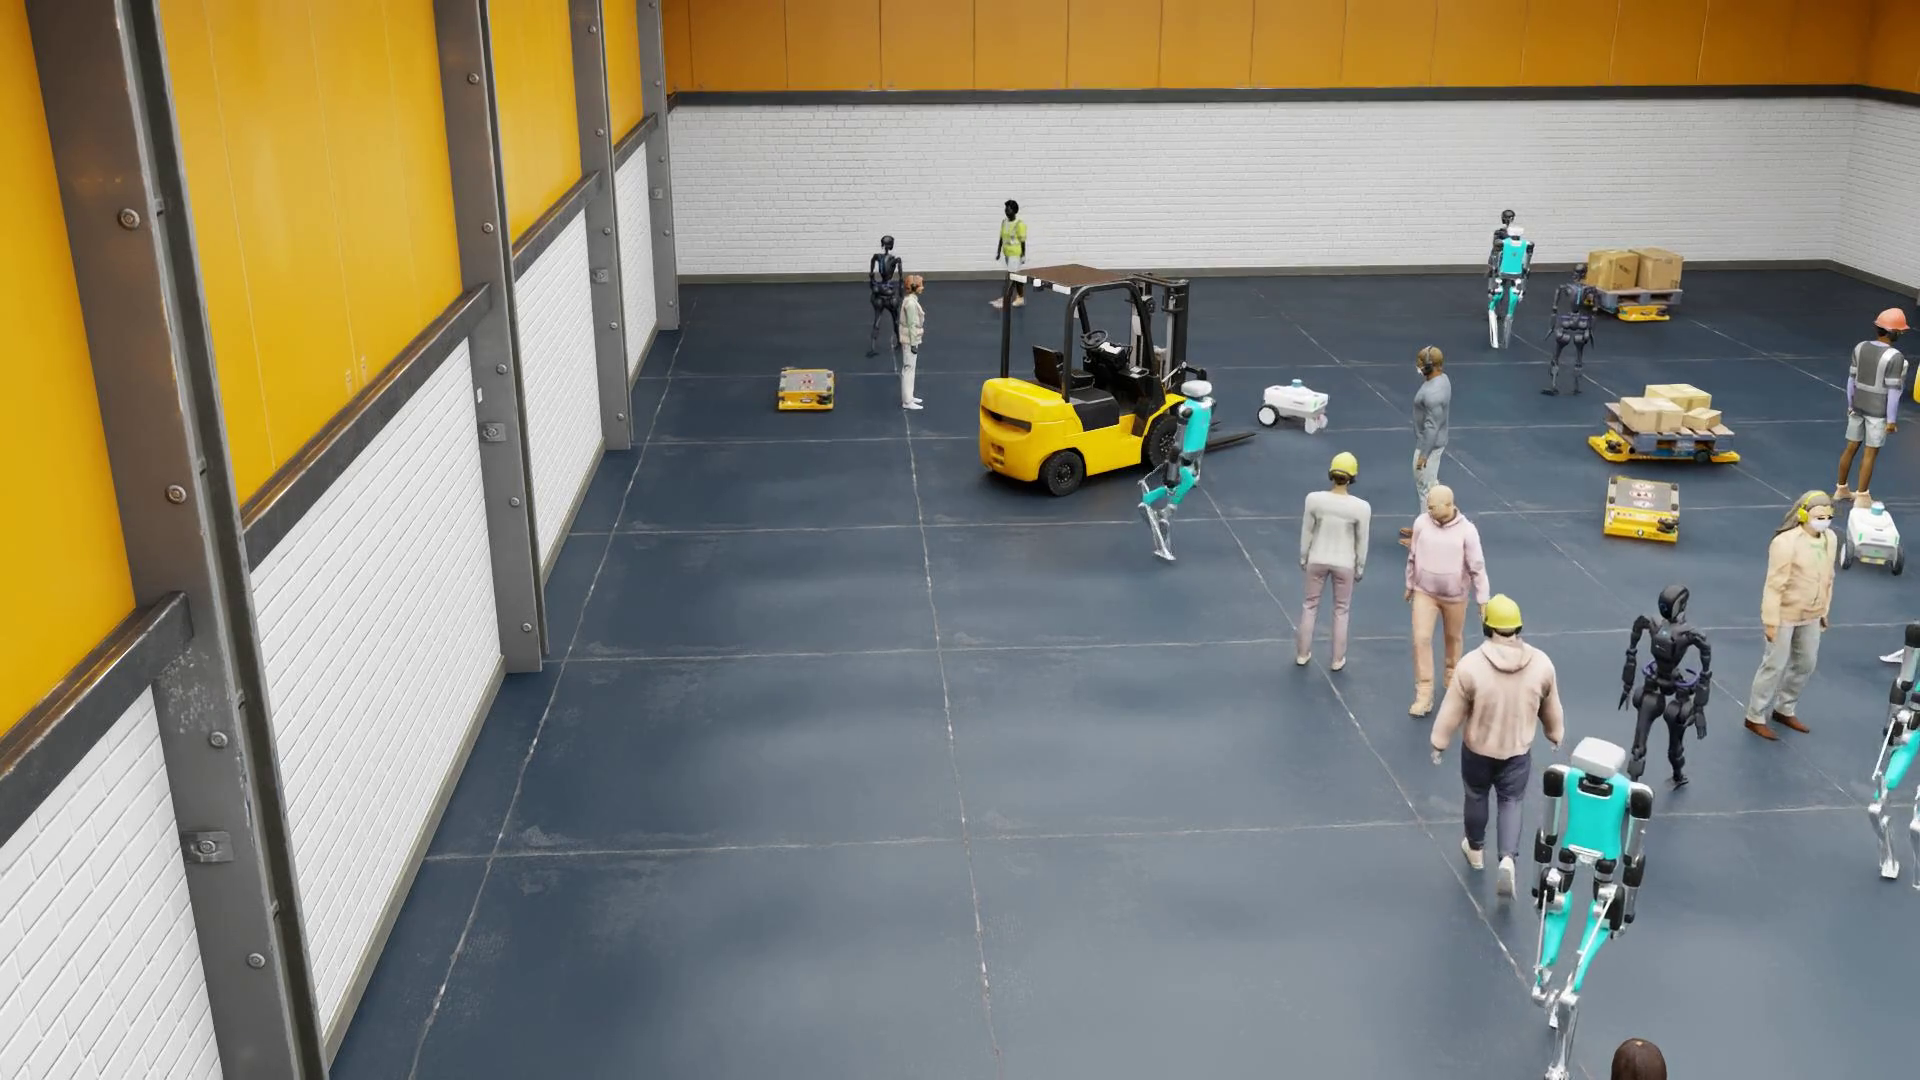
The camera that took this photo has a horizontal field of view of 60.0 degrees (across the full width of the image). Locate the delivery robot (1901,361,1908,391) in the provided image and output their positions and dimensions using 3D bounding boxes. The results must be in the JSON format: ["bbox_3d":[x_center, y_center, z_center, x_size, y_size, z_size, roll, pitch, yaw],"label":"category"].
[{"bbox_3d":[11.527,-2.054,20.814,0.777,0.598,0.499,-16,25,-36],"label":"delivery robot"}]

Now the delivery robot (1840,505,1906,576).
[{"bbox_3d":[8.379,-0.024,15.275,0.499,0.592,0.783,7,21,19],"label":"delivery robot"}]

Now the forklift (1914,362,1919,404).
[{"bbox_3d":[12.602,-2.435,19.475,2.313,2.155,1.214,-1,20,-4],"label":"forklift"}]

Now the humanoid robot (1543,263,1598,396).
[{"bbox_3d":[7.628,-2.622,20.722,0.591,1.638,0.387,3,20,7],"label":"humanoid robot"}]

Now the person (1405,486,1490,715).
[{"bbox_3d":[3.579,0.444,12.284,0.640,1.725,0.837,10,22,24],"label":"person"}]

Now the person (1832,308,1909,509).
[{"bbox_3d":[9.129,-1.307,16.618,0.371,2.043,0.611,-6,21,-15],"label":"person"}]

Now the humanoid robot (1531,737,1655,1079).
[{"bbox_3d":[3.064,1.895,8.333,0.530,1.751,0.968,13,24,31],"label":"humanoid robot"}]

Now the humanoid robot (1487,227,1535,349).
[{"bbox_3d":[7.515,-3.414,22.957,0.542,1.897,0.730,2,20,6],"label":"humanoid robot"}]

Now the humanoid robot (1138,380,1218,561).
[{"bbox_3d":[1.914,-0.578,15.208,0.735,1.870,0.551,16,25,37],"label":"humanoid robot"}]

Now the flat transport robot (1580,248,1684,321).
[{"bbox_3d":[10.135,-3.570,25.353,0.659,0.231,1.431,-3,20,-9],"label":"flat transport robot"}]

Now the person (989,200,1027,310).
[{"bbox_3d":[0.707,-4.361,25.472,0.818,1.658,0.550,-13,24,-32],"label":"person"}]

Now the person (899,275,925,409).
[{"bbox_3d":[-0.586,-2.407,20.211,0.316,1.633,0.517,-2,20,-4],"label":"person"}]

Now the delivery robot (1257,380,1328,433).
[{"bbox_3d":[3.917,-1.587,19.538,0.779,0.597,0.499,15,25,35],"label":"delivery robot"}]

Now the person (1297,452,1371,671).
[{"bbox_3d":[2.919,0.168,13.020,0.522,1.753,0.374,8,22,21],"label":"person"}]

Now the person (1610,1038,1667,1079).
[{"bbox_3d":[2.462,2.655,6.213,0.466,1.772,0.382,-3,20,-7],"label":"person"}]

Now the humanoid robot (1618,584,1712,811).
[{"bbox_3d":[4.641,1.014,10.923,0.820,1.613,0.610,-18,27,-40],"label":"humanoid robot"}]

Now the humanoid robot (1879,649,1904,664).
[{"bbox_3d":[7.793,0.285,12.776,1.027,1.746,0.590,8,21,20],"label":"humanoid robot"}]

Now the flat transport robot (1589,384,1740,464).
[{"bbox_3d":[7.824,-1.053,18.495,1.431,0.231,0.659,1,20,2],"label":"flat transport robot"}]

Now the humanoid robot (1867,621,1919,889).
[{"bbox_3d":[5.787,1.275,10.052,0.781,1.779,0.540,-17,26,-39],"label":"humanoid robot"}]

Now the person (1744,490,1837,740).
[{"bbox_3d":[5.956,0.521,11.897,0.577,1.861,0.400,-7,21,-18],"label":"person"}]

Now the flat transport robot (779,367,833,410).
[{"bbox_3d":[-1.920,-1.894,20.786,0.659,0.231,1.431,-1,20,-4],"label":"flat transport robot"}]

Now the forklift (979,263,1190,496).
[{"bbox_3d":[1.315,-1.764,17.646,2.313,2.155,1.214,-14,24,-33],"label":"forklift"}]

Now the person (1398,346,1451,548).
[{"bbox_3d":[4.372,-0.867,15.581,0.376,1.933,0.627,7,21,19],"label":"person"}]

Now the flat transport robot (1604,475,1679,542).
[{"bbox_3d":[6.767,-0.322,16.506,0.659,0.231,1.431,8,22,20],"label":"flat transport robot"}]

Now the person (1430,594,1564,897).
[{"bbox_3d":[3.244,1.228,9.999,0.807,1.836,0.740,3,20,7],"label":"person"}]

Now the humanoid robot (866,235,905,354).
[{"bbox_3d":[-1.025,-3.374,22.857,0.600,1.635,0.796,12,23,30],"label":"humanoid robot"}]

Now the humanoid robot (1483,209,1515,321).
[{"bbox_3d":[8.038,-4.068,24.675,0.589,1.658,0.331,-13,24,-32],"label":"humanoid robot"}]
